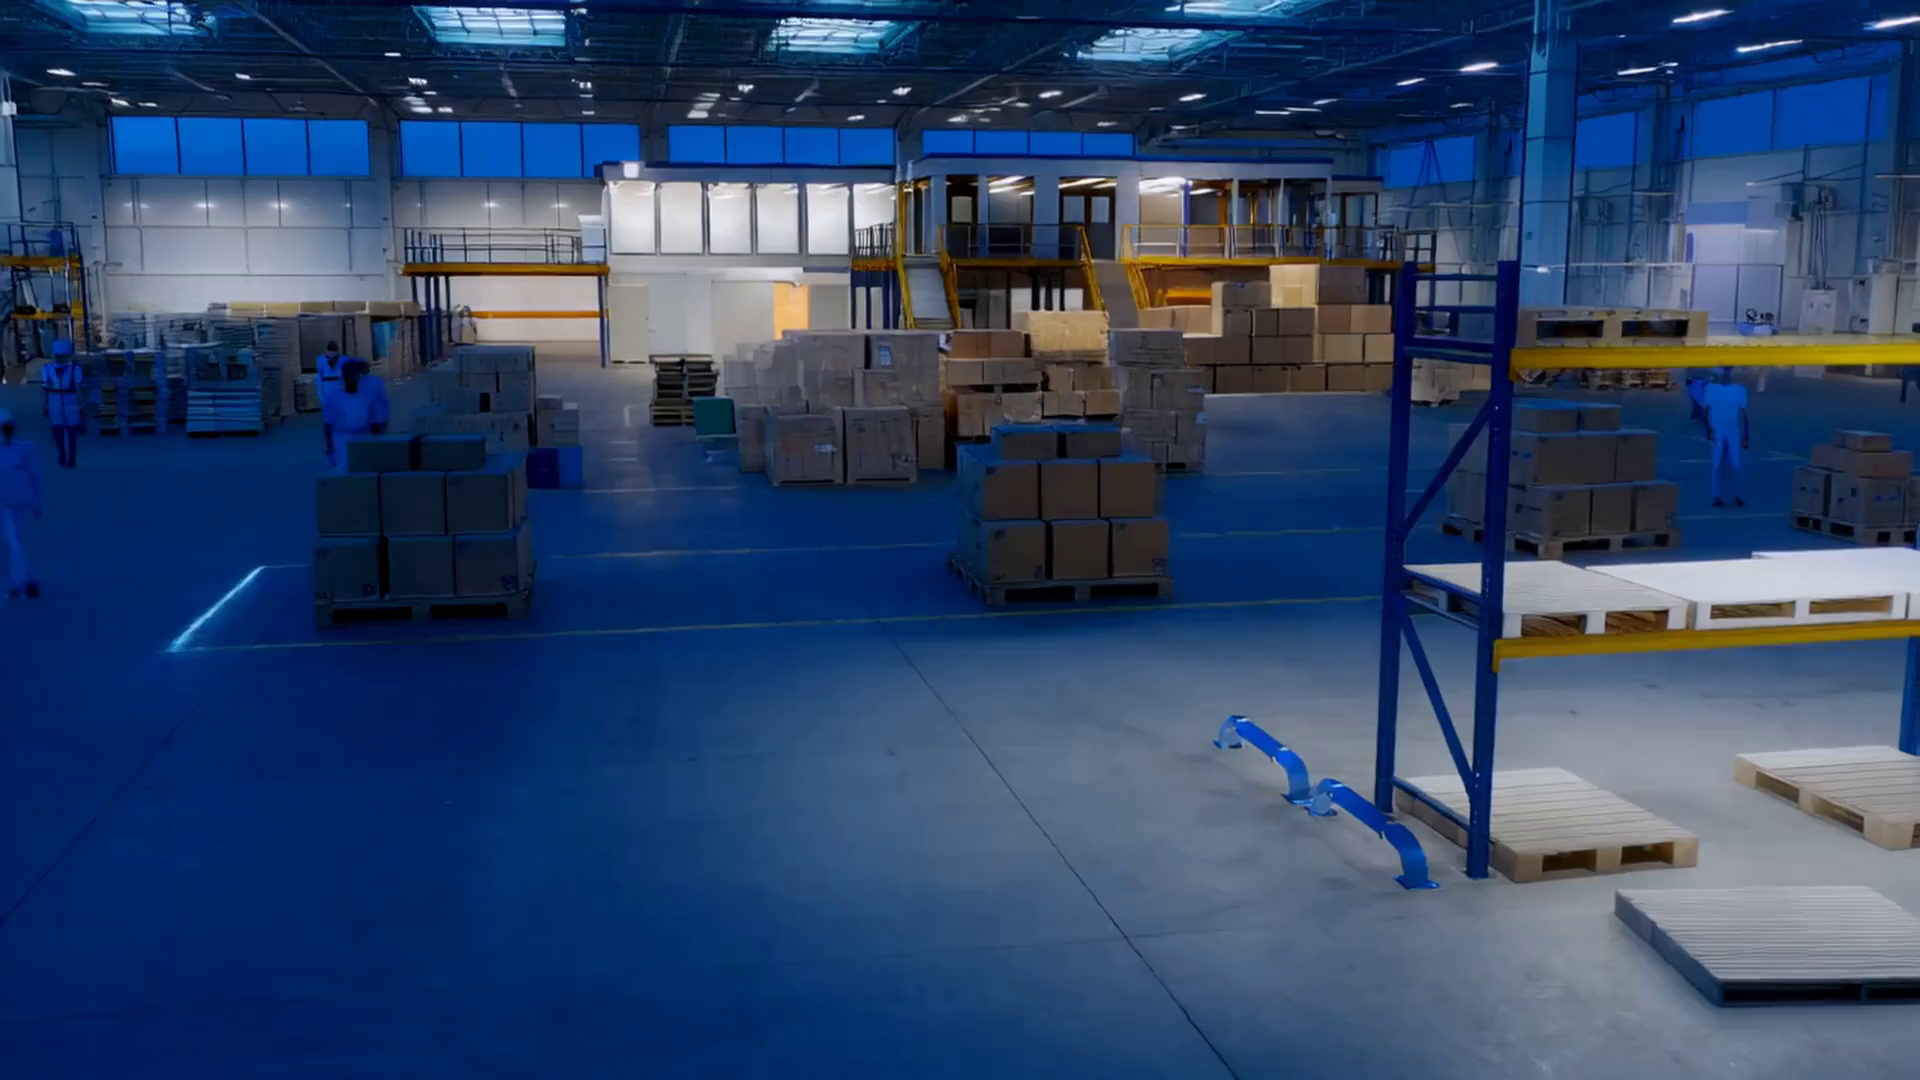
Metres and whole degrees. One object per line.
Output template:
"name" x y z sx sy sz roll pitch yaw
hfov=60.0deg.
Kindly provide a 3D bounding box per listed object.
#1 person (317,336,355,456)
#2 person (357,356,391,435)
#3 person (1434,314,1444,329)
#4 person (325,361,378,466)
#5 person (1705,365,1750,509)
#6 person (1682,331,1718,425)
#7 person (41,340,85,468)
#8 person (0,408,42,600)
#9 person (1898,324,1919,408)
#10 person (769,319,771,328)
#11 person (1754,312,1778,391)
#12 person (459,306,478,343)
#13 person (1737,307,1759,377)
"person" -9.950 -2.301 26.574 0.590 1.919 0.395 0 9 -1
"person" -7.829 -1.518 22.080 0.539 1.834 0.875 -5 11 -28
"person" 13.517 -5.542 46.876 0.457 1.731 0.500 3 10 18
"person" -7.052 -1.112 19.270 0.606 1.943 0.675 -8 12 -42
"person" 9.561 -1.305 20.721 0.543 1.849 0.495 3 10 18
"person" 14.274 -3.118 31.961 0.617 1.793 0.992 -1 9 -7
"person" -13.430 -2.034 24.907 0.595 1.928 0.460 -4 10 -24
"person" -8.585 -0.318 15.006 0.521 1.746 0.401 -1 9 -8
"person" 20.502 -3.730 35.668 0.627 1.804 0.937 2 10 15
"person" -6.798 -7.788 60.168 0.328 1.865 0.520 4 10 23
"person" 19.438 -4.537 40.197 0.566 1.922 0.600 8 13 42
"person" -14.797 -6.124 50.100 0.513 1.843 0.335 0 9 -3
"person" 21.517 -5.391 45.387 0.613 1.930 0.453 -2 10 -13
